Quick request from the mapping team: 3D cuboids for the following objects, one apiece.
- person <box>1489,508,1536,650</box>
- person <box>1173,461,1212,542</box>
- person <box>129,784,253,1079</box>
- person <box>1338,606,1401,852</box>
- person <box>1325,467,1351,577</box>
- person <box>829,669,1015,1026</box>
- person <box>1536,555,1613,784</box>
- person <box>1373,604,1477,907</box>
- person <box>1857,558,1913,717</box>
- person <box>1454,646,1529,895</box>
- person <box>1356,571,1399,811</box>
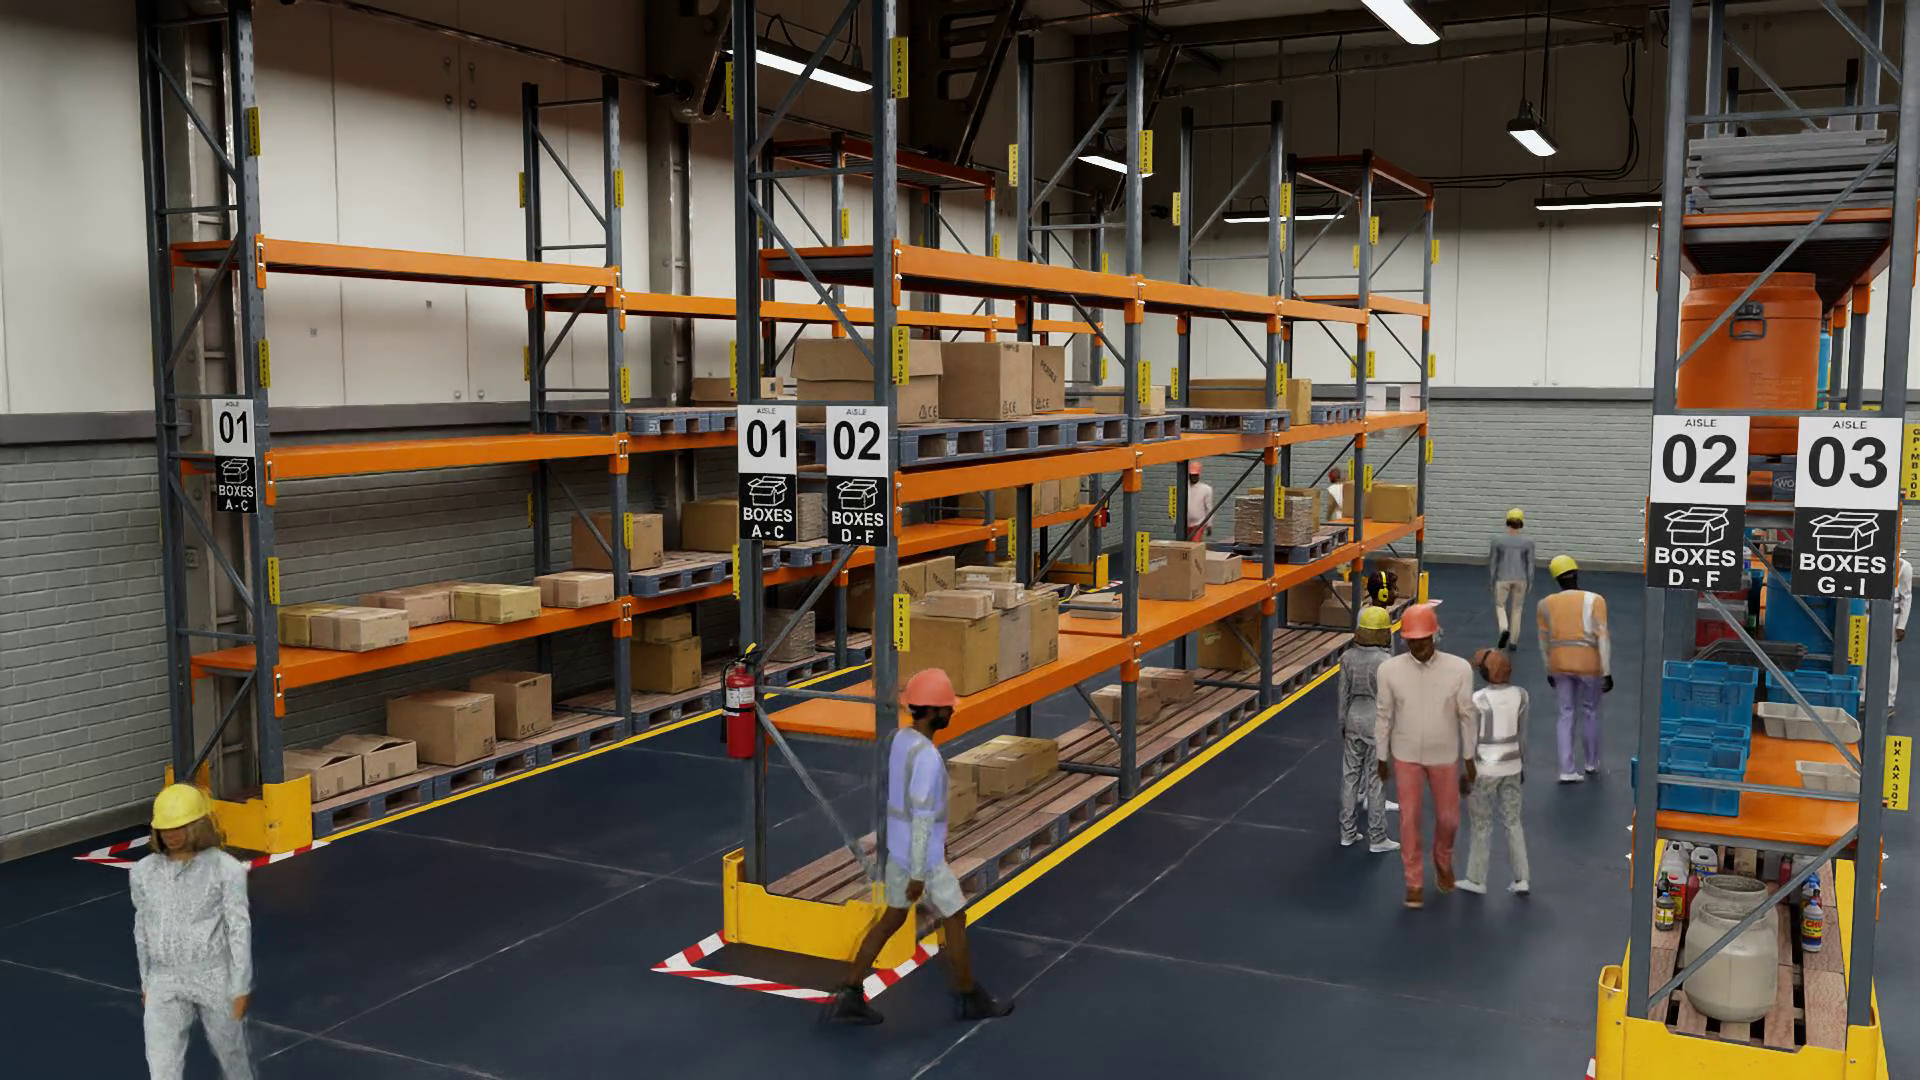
[{"bbox_3d":[6.694,0.484,20.161,0.538,1.748,0.444,2,6,15],"label":"person"},{"bbox_3d":[3.730,-0.285,26.614,0.637,1.963,0.845,2,6,20],"label":"person"},{"bbox_3d":[-3.255,1.854,7.092,0.500,1.701,0.883,-1,6,-6],"label":"person"},{"bbox_3d":[2.936,1.340,11.889,0.323,1.742,0.492,-5,8,-41],"label":"person"},{"bbox_3d":[6.212,-0.290,27.338,0.595,1.818,0.450,-5,8,-40],"label":"person"},{"bbox_3d":[-0.230,1.602,8.665,0.973,1.895,0.544,-2,6,-21],"label":"person"},{"bbox_3d":[5.166,1.069,13.931,0.671,1.861,0.853,4,7,33],"label":"person"},{"bbox_3d":[2.958,1.364,10.602,0.642,1.964,0.610,2,6,16],"label":"person"},{"bbox_3d":[9.079,0.804,16.432,0.356,1.883,0.572,-3,6,-25],"label":"person"},{"bbox_3d":[3.468,1.508,10.823,0.519,1.649,0.323,-3,6,-24],"label":"person"},{"bbox_3d":[3.248,1.166,12.982,0.309,1.868,0.535,-1,6,-11],"label":"person"}]
